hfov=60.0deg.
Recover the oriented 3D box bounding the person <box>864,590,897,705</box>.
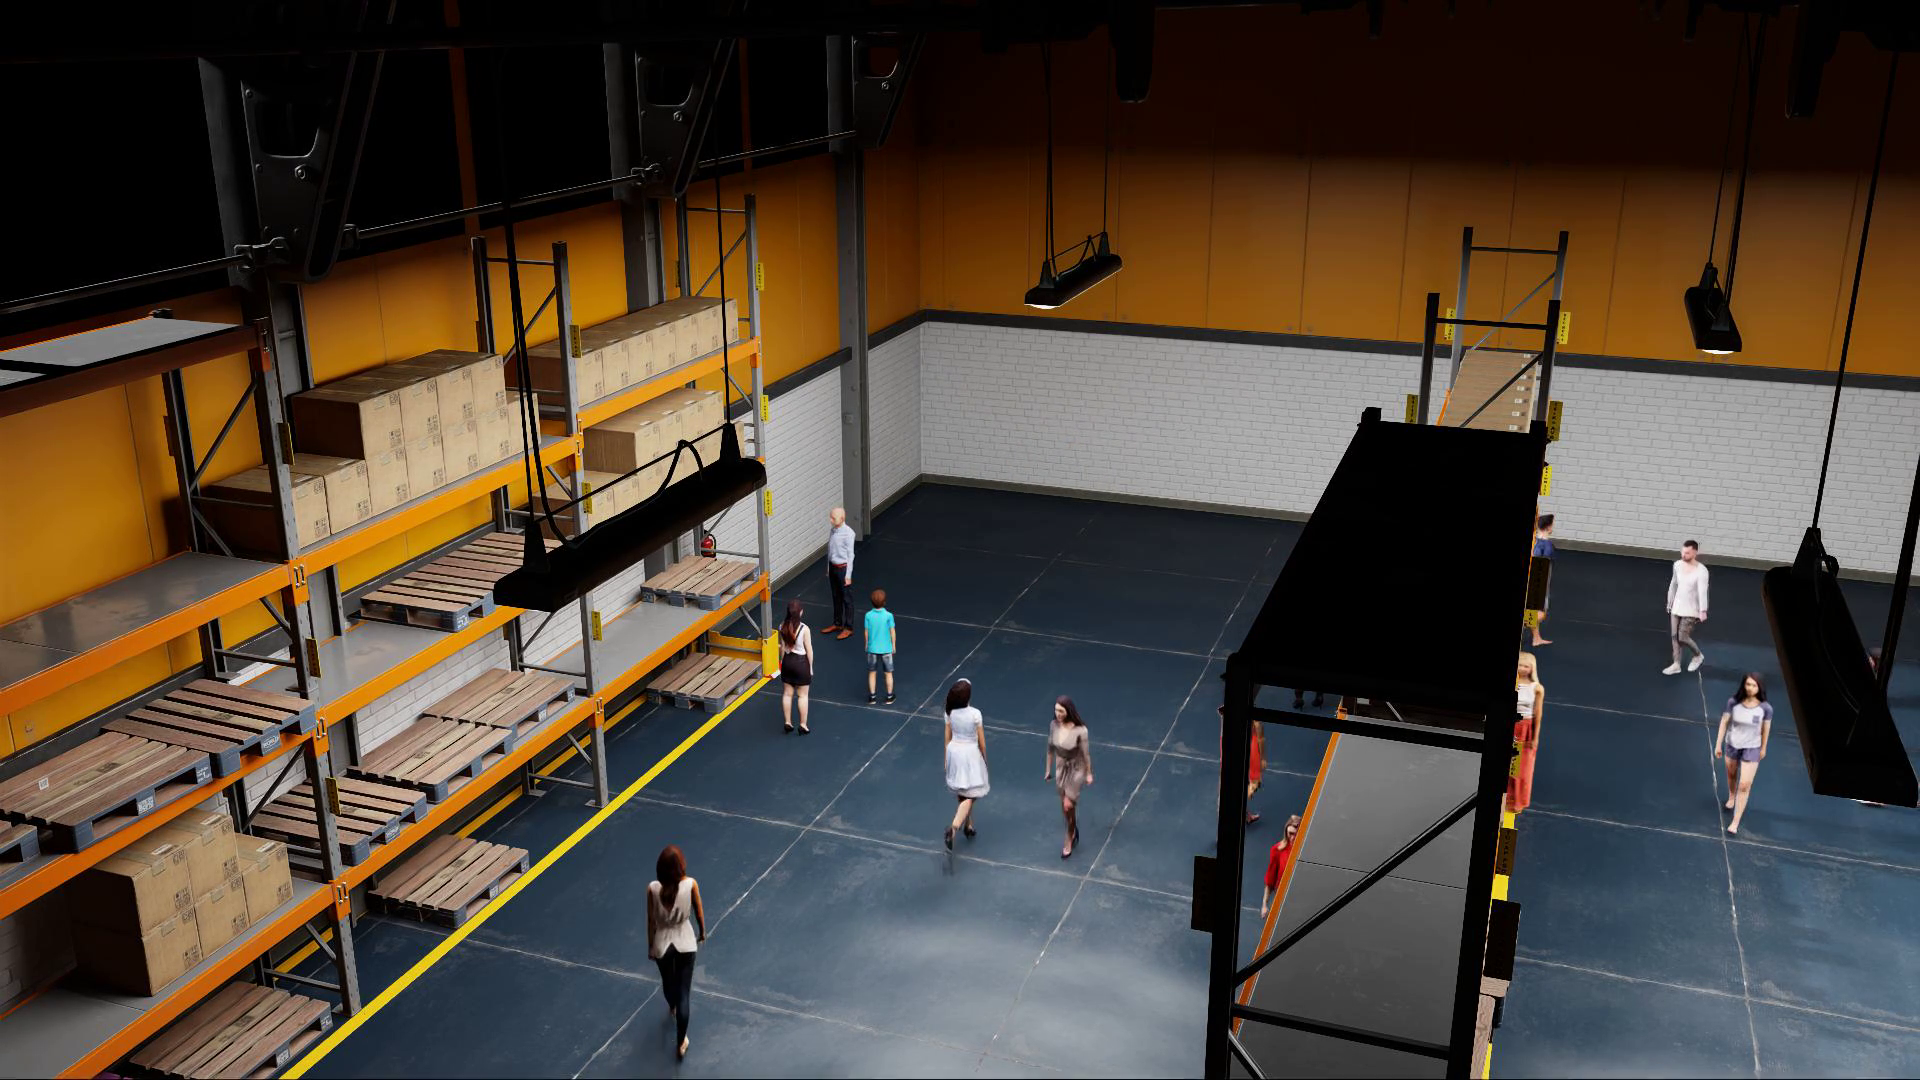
[{"bbox_3d":[-0.972,1.285,20.124,0.569,1.449,0.548,1,19,4],"label":"person"}]

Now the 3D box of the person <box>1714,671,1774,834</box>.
[{"bbox_3d":[8.135,2.140,17.268,0.782,1.652,1.173,12,22,31],"label":"person"}]

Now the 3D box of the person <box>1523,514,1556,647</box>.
[{"bbox_3d":[7.456,0.567,21.662,1.022,1.827,1.038,-5,19,-15],"label":"person"}]

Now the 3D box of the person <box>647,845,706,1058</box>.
[{"bbox_3d":[-2.313,3.365,13.480,0.885,1.747,1.111,-2,19,-5],"label":"person"}]

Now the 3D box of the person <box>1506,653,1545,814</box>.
[{"bbox_3d":[5.873,2.003,17.448,0.714,1.797,0.745,16,24,39],"label":"person"}]

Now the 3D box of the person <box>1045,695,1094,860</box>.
[{"bbox_3d":[1.140,2.316,16.632,0.721,1.723,0.767,14,23,36],"label":"person"}]

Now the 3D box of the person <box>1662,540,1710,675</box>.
[{"bbox_3d":[9.185,0.835,20.895,0.956,1.810,0.897,-8,20,-22],"label":"person"}]

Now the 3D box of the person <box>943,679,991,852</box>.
[{"bbox_3d":[0.028,2.289,16.599,0.729,1.795,1.063,8,20,23],"label":"person"}]

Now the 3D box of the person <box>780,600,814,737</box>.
[{"bbox_3d":[-1.899,1.475,19.246,0.560,1.649,0.528,5,19,14],"label":"person"}]

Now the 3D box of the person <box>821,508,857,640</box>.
[{"bbox_3d":[-1.595,0.418,22.162,0.726,1.790,0.726,-17,25,-41],"label":"person"}]
